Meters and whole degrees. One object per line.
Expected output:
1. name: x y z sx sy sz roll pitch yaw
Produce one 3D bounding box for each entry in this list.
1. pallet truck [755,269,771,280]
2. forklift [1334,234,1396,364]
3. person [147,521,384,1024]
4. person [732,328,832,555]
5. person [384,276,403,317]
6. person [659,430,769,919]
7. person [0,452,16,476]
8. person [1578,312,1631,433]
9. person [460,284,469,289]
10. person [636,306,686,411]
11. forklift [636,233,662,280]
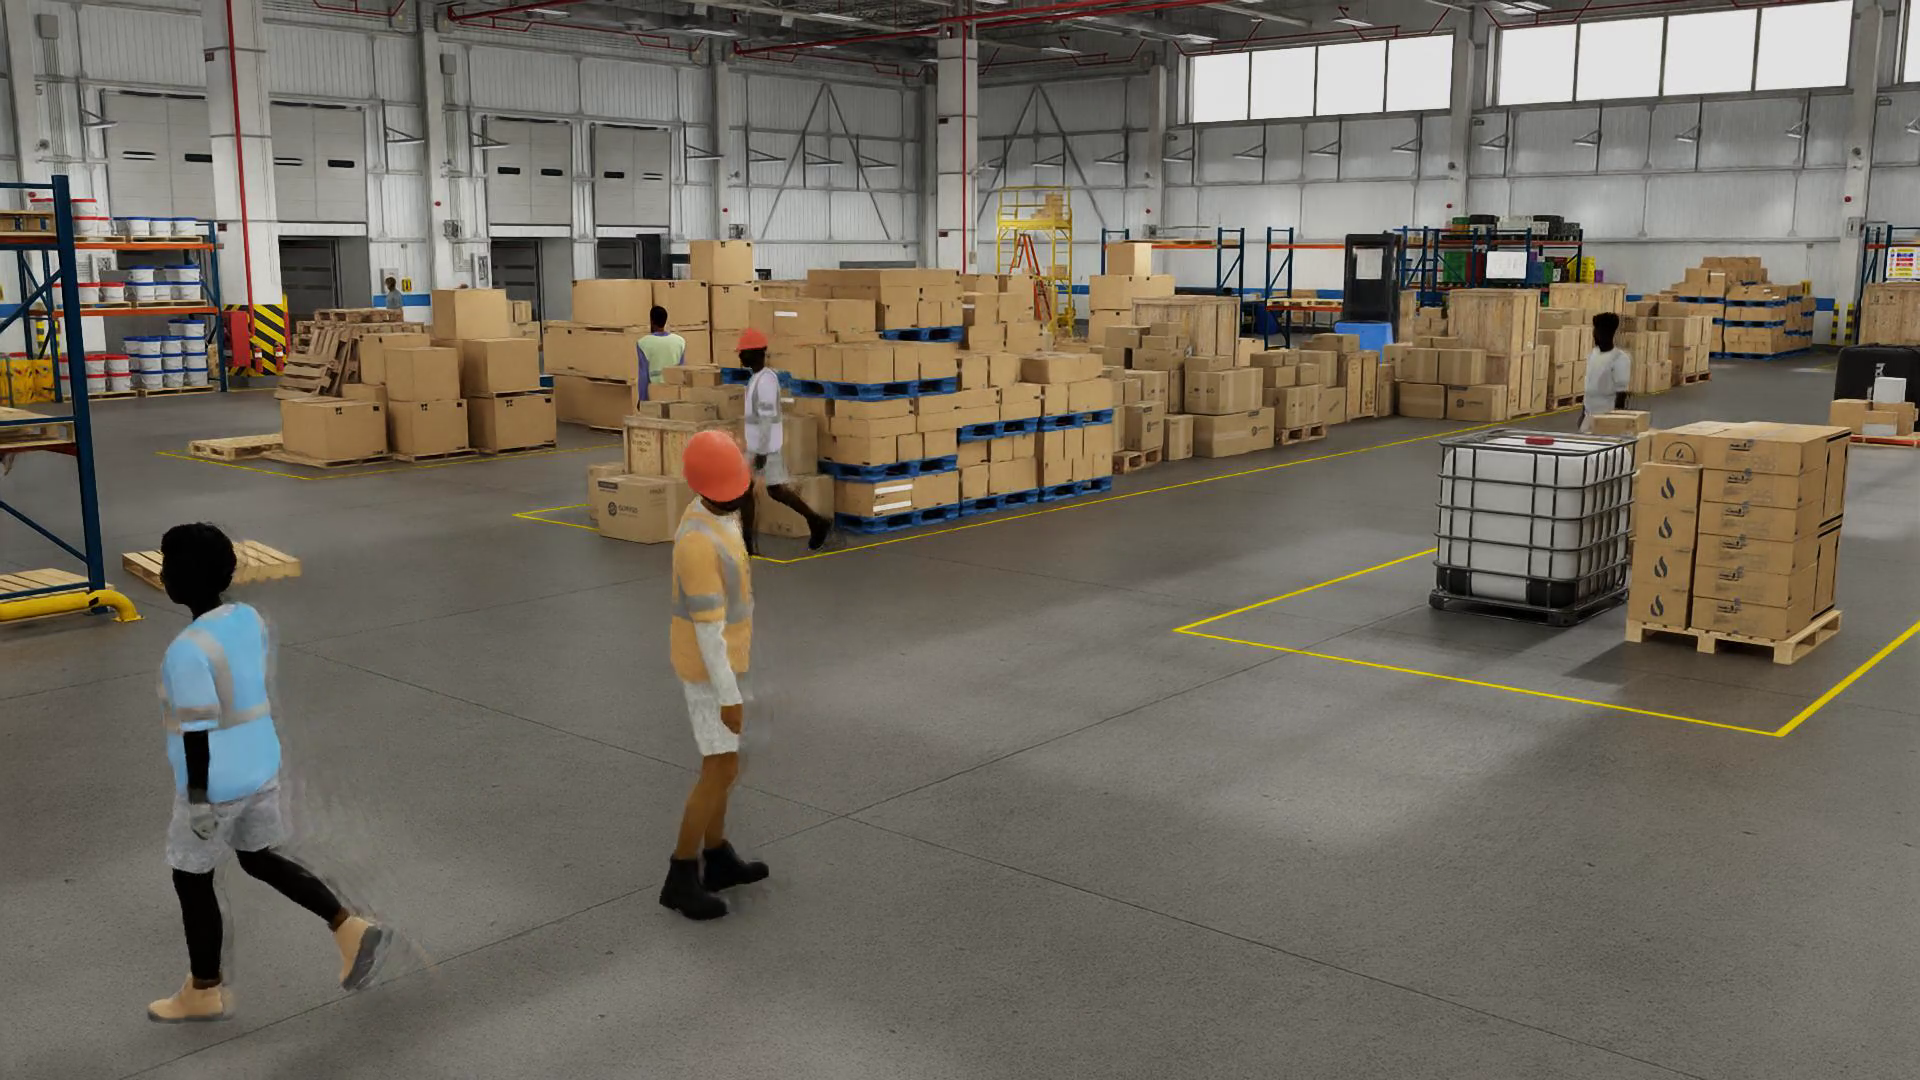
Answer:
1. pallet truck: -4.996 -6.432 45.525 1.885 1.965 0.823 -6 12 -32
2. forklift: 8.122 -4.689 33.088 1.129 2.768 1.873 4 11 22
3. person: -2.329 0.764 5.442 0.679 1.679 0.533 1 10 4
4. person: -1.549 -0.807 13.779 0.888 1.901 0.557 -4 11 -22
5. person: -12.168 -4.694 35.796 0.356 1.938 0.633 -6 12 -33
6. person: -0.974 0.501 6.415 0.400 1.881 0.642 -1 10 -5
7. person: -10.780 -1.545 18.192 0.723 1.830 0.529 0 10 -2
8. person: 6.200 -1.215 15.953 0.596 1.951 0.635 -2 10 -9
9. person: -13.152 -5.975 44.047 0.520 1.605 0.835 4 11 24
10. person: -3.267 -1.598 18.228 0.592 1.919 0.392 -9 13 -41
11. forklift: -6.040 -4.600 32.585 1.873 2.768 1.129 -3 10 -15
